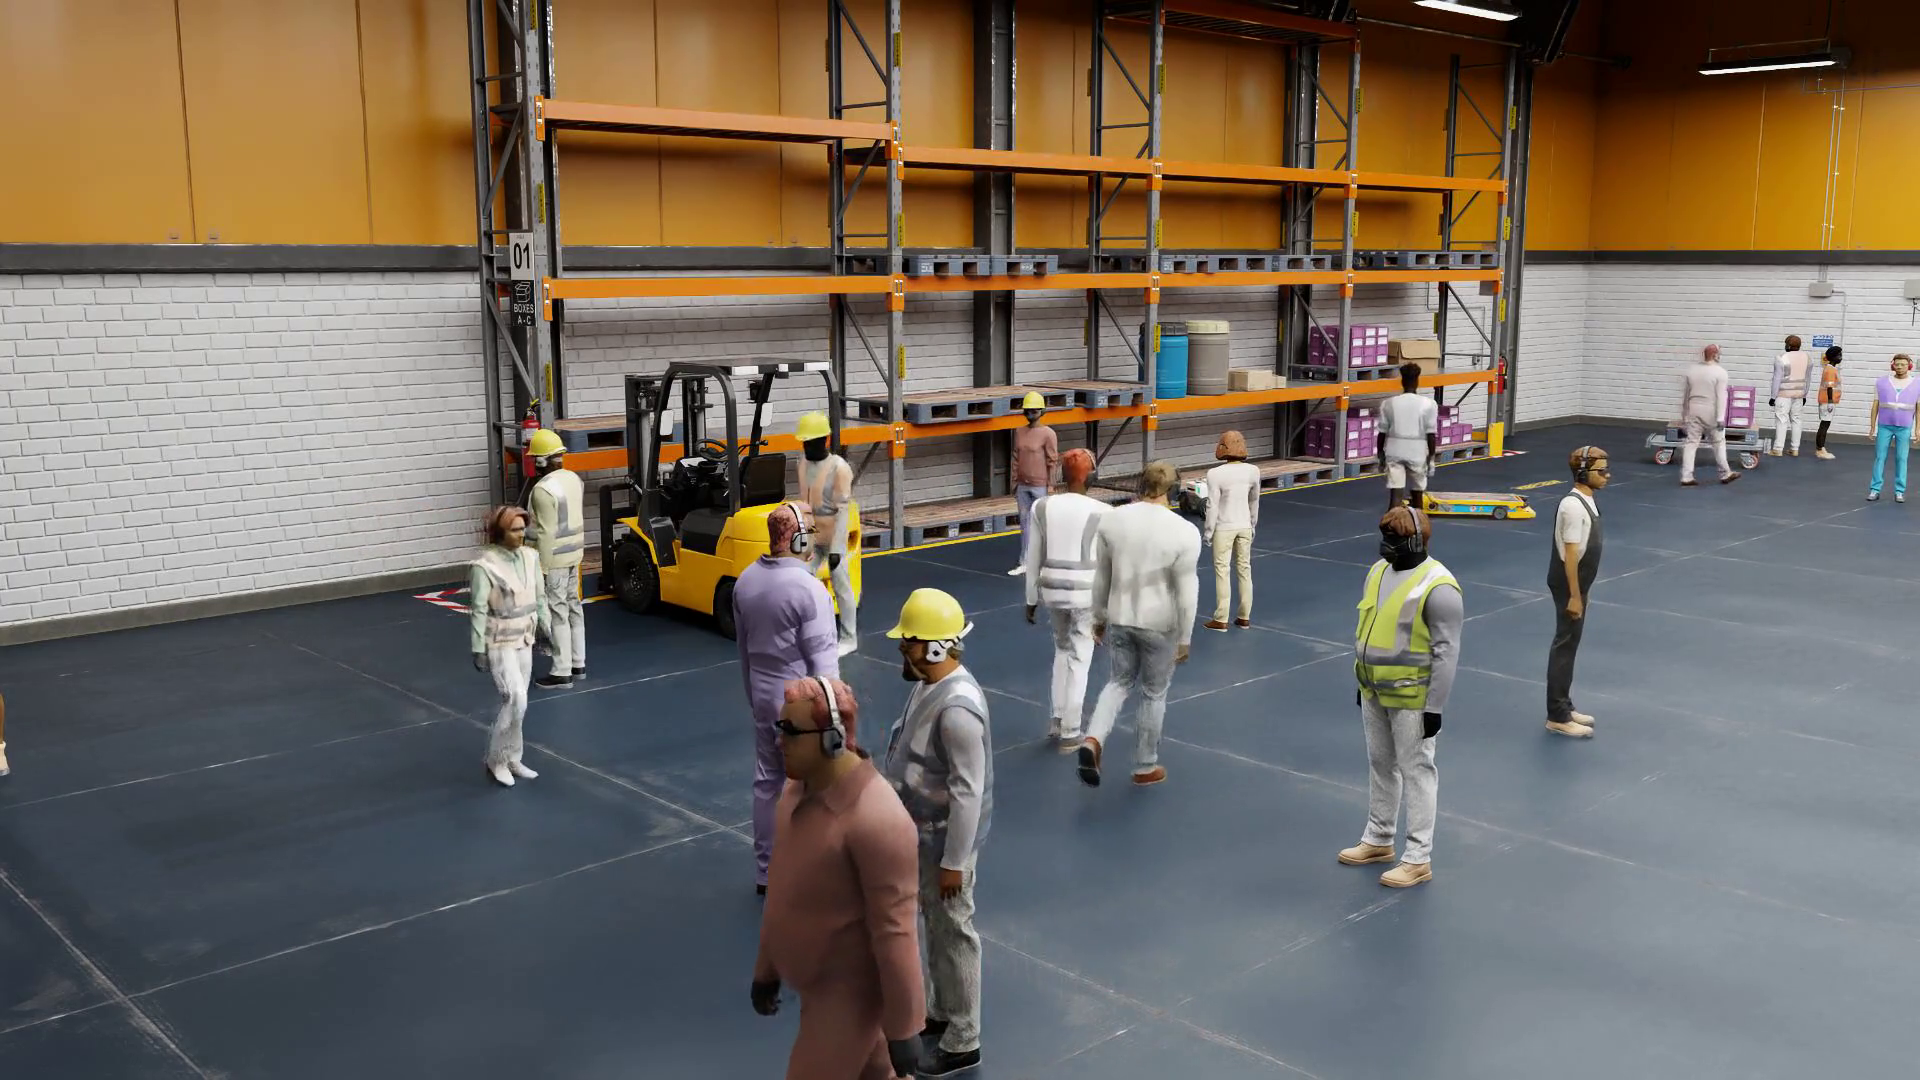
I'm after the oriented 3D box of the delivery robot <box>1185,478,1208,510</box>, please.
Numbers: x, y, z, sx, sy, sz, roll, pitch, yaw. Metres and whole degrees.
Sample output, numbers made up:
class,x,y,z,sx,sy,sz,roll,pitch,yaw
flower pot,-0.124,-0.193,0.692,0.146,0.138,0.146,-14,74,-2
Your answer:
class,x,y,z,sx,sy,sz,roll,pitch,yaw
delivery robot,2.989,-0.577,19.329,0.707,0.478,0.477,-4,10,-22

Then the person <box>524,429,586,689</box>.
class,x,y,z,sx,sy,sz,roll,pitch,yaw
person,-2.859,0.132,11.725,0.403,1.827,0.599,2,10,11

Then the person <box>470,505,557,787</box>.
class,x,y,z,sx,sy,sz,roll,pitch,yaw
person,-2.563,0.606,9.543,0.383,1.626,0.535,4,10,22

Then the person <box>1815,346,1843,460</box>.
class,x,y,z,sx,sy,sz,roll,pitch,yaw
person,13.038,-2.059,24.939,0.316,1.695,0.542,4,11,24

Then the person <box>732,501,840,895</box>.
class,x,y,z,sx,sy,sz,roll,pitch,yaw
person,-0.766,0.766,7.789,0.409,1.909,0.640,-9,13,-44

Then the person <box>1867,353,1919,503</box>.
class,x,y,z,sx,sy,sz,roll,pitch,yaw
person,11.570,-1.387,20.566,0.564,1.847,0.388,6,11,32

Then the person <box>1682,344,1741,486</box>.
class,x,y,z,sx,sy,sz,roll,pitch,yaw
person,9.966,-1.648,22.016,0.932,1.863,0.674,-5,11,-27

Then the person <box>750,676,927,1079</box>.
class,x,y,z,sx,sy,sz,roll,pitch,yaw
person,-0.398,1.296,4.857,1.025,1.849,0.656,-5,11,-25

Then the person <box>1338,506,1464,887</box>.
class,x,y,z,sx,sy,sz,roll,pitch,yaw
person,2.129,0.747,8.086,0.429,1.843,0.633,-4,10,-22

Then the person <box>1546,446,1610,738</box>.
class,x,y,z,sx,sy,sz,roll,pitch,yaw
person,3.928,0.318,10.589,0.351,1.847,0.507,5,11,26

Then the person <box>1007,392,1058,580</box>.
class,x,y,z,sx,sy,sz,roll,pitch,yaw
person,0.683,-0.513,15.681,0.533,1.769,0.309,9,13,43

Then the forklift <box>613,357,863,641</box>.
class,x,y,z,sx,sy,sz,roll,pitch,yaw
forklift,-1.847,-0.414,13.852,1.214,2.155,2.313,-9,13,-42

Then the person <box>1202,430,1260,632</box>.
class,x,y,z,sx,sy,sz,roll,pitch,yaw
person,2.196,-0.072,13.492,0.500,1.633,0.282,-5,11,-25

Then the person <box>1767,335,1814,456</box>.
class,x,y,z,sx,sy,sz,roll,pitch,yaw
person,12.590,-2.189,25.274,0.625,1.846,0.429,-2,10,-9

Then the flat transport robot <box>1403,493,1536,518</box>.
class,x,y,z,sx,sy,sz,roll,pitch,yaw
flat transport robot,5.956,-0.417,19.489,1.431,0.197,0.652,2,10,10

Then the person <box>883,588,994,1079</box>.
class,x,y,z,sx,sy,sz,roll,pitch,yaw
person,-0.085,1.078,6.177,0.404,1.829,0.600,-2,10,-10

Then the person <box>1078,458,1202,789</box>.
class,x,y,z,sx,sy,sz,roll,pitch,yaw
person,0.990,0.507,9.302,0.670,1.911,0.649,6,12,33

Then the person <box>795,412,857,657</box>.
class,x,y,z,sx,sy,sz,roll,pitch,yaw
person,-1.083,-0.003,12.345,0.599,1.877,0.938,9,13,42

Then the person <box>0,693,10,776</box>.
class,x,y,z,sx,sy,sz,roll,pitch,yaw
person,-5.727,0.408,9.472,0.365,2.048,0.608,0,10,-1

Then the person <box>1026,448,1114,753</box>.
class,x,y,z,sx,sy,sz,roll,pitch,yaw
person,0.730,0.364,10.239,0.616,1.866,0.549,5,11,28

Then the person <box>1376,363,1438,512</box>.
class,x,y,z,sx,sy,sz,roll,pitch,yaw
person,4.658,-0.877,17.330,0.631,1.928,0.826,4,11,23
